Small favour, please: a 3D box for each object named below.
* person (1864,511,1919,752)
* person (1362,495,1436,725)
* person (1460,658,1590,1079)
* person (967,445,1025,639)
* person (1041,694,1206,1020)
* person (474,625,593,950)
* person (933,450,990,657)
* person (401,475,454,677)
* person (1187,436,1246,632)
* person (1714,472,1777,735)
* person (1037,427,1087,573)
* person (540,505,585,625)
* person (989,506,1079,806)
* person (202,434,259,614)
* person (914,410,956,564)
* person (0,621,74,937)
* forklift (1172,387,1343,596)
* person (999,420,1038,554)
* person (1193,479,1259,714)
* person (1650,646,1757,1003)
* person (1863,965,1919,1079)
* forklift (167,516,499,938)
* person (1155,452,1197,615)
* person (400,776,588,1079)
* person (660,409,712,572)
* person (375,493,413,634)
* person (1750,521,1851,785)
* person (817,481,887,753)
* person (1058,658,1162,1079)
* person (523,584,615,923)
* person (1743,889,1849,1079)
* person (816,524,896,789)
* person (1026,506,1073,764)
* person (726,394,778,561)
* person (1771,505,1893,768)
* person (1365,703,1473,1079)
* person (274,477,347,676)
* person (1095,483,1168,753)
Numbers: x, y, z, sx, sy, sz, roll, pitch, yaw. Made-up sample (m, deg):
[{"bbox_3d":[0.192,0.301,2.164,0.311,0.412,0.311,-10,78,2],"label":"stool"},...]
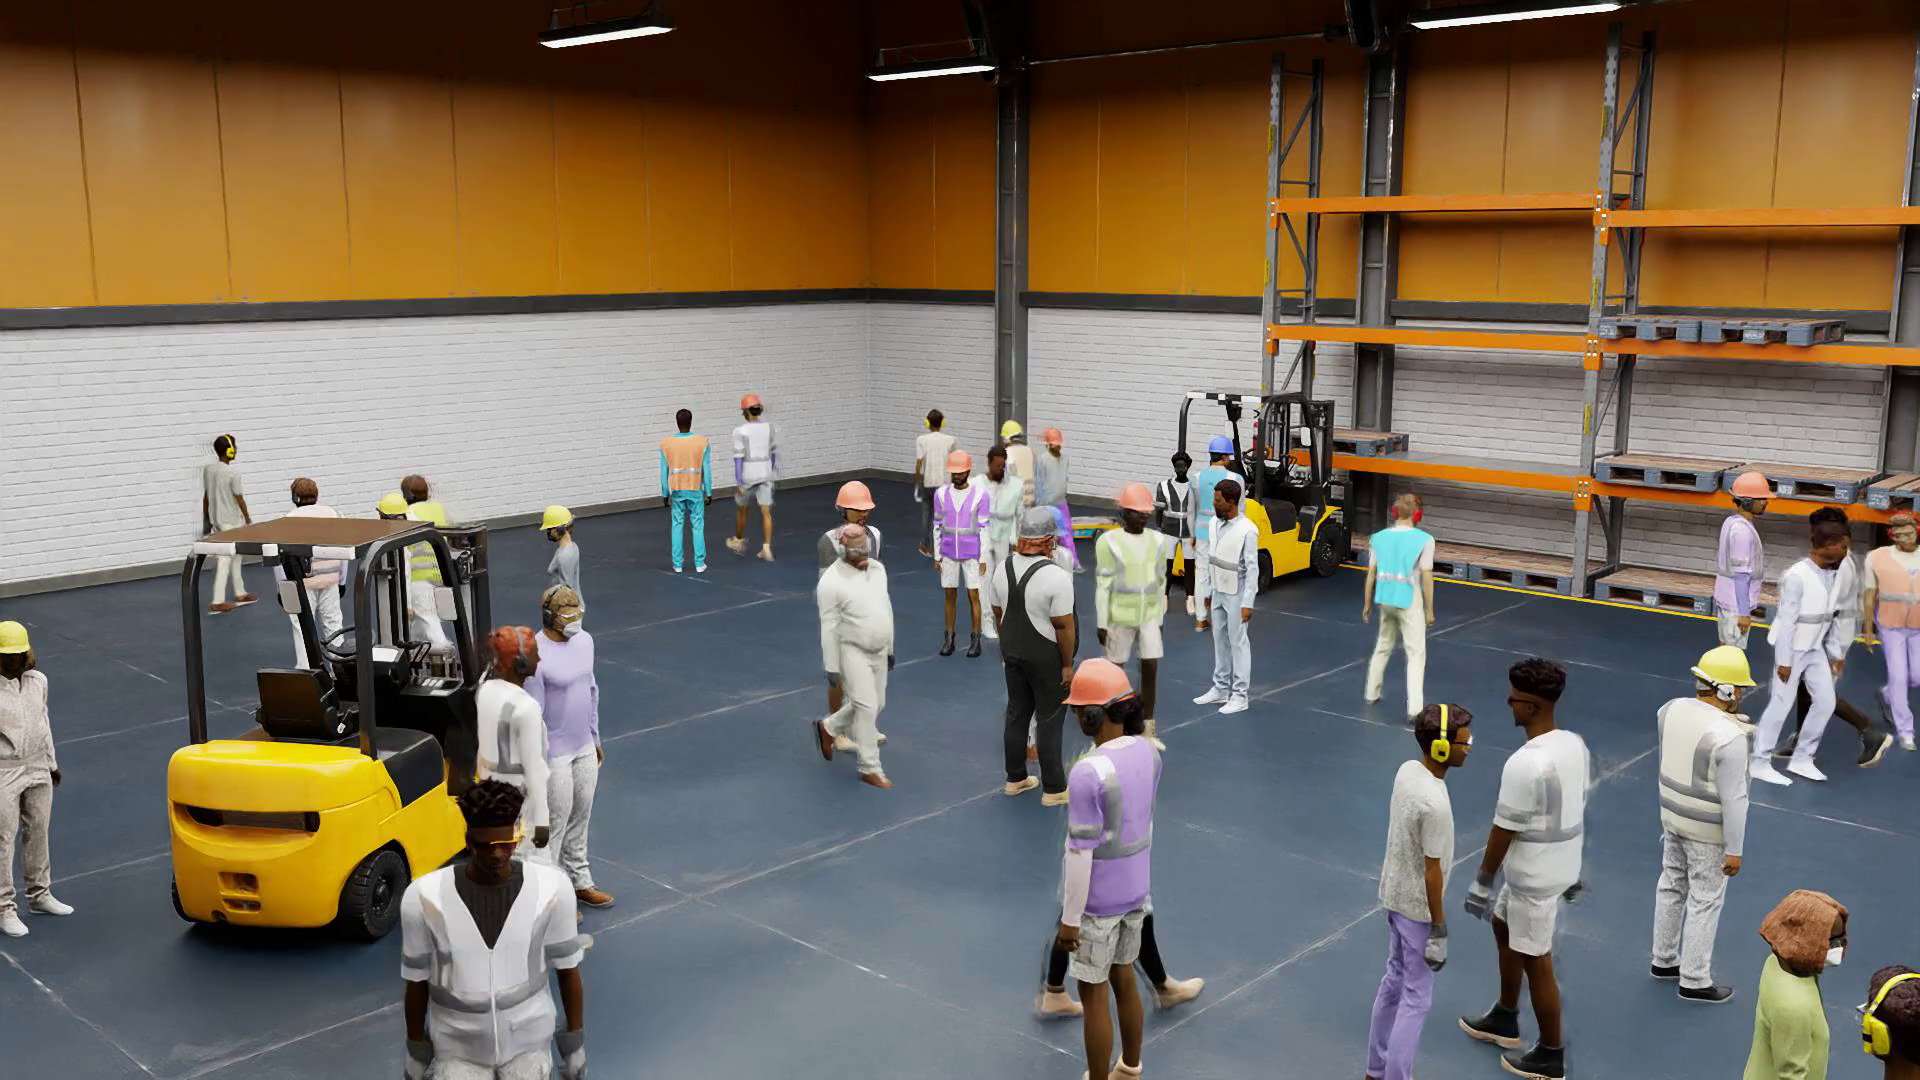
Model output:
[{"bbox_3d":[7.149,0.655,12.676,0.597,1.807,0.698,1,10,7],"label":"person"},{"bbox_3d":[3.540,0.540,13.407,0.532,1.793,0.765,-8,13,-38],"label":"person"},{"bbox_3d":[2.515,1.483,7.595,0.731,1.942,0.610,8,13,39],"label":"person"},{"bbox_3d":[0.307,-0.018,16.299,0.643,1.887,0.699,-2,10,-12],"label":"person"},{"bbox_3d":[0.782,1.533,8.092,0.849,1.649,0.552,-3,10,-18],"label":"person"},{"bbox_3d":[-2.349,1.361,8.550,0.891,1.858,0.586,-8,13,-38],"label":"person"},{"bbox_3d":[0.007,0.124,15.350,0.543,1.931,0.387,3,10,16],"label":"person"},{"bbox_3d":[-4.790,0.318,14.663,0.969,1.790,0.618,5,11,27],"label":"person"},{"bbox_3d":[2.522,-0.045,16.289,0.602,1.940,0.402,6,12,31],"label":"person"},{"bbox_3d":[6.093,0.484,12.980,0.378,2.045,0.605,3,10,16],"label":"person"},{"bbox_3d":[1.074,-0.483,19.480,0.567,1.704,0.900,-9,14,-42],"label":"person"},{"bbox_3d":[-3.131,0.593,13.170,0.320,1.763,0.522,-2,10,-10],"label":"person"},{"bbox_3d":[0.560,0.773,11.344,0.537,2.000,0.682,-10,14,-44],"label":"person"},{"bbox_3d":[-7.558,-0.183,17.340,0.539,1.837,0.785,5,11,27],"label":"person"},{"bbox_3d":[-0.304,-0.664,20.156,0.543,1.821,0.948,-1,10,-6],"label":"person"},{"bbox_3d":[-5.198,1.298,9.205,0.302,1.741,0.494,3,10,18],"label":"person"},{"bbox_3d":[3.298,-0.608,18.767,1.214,2.155,2.313,9,13,42],"label":"forklift"},{"bbox_3d":[0.703,-0.462,19.090,0.606,1.804,0.708,-8,13,-38],"label":"person"},{"bbox_3d":[2.207,0.448,13.553,0.398,1.915,0.589,-5,11,-25],"label":"person"},{"bbox_3d":[3.719,1.418,8.320,0.403,1.817,0.601,-2,10,-13],"label":"person"},{"bbox_3d":[2.499,2.064,4.516,0.510,1.861,0.324,-2,10,-11],"label":"person"},{"bbox_3d":[-3.583,0.976,9.748,1.214,2.155,2.313,2,10,11],"label":"forklift"},{"bbox_3d":[2.263,-0.069,17.116,0.539,1.696,0.317,1,10,4],"label":"person"},{"bbox_3d":[-1.646,1.773,5.905,0.635,1.944,0.444,-4,11,-20],"label":"person"},{"bbox_3d":[-3.186,-0.570,19.369,0.587,1.911,0.397,0,10,-2],"label":"person"},{"bbox_3d":[-4.639,0.492,13.723,0.312,1.767,0.533,-8,13,-38],"label":"person"},{"bbox_3d":[5.956,0.795,11.702,0.596,1.880,0.515,-6,12,-31],"label":"person"},{"bbox_3d":[-0.781,0.567,12.509,0.372,2.042,0.615,9,13,42],"label":"person"},{"bbox_3d":[0.614,1.512,7.186,0.410,2.030,0.611,7,12,35],"label":"person"},{"bbox_3d":[-2.223,1.189,9.311,0.384,1.929,0.635,4,11,22],"label":"person"},{"bbox_3d":[2.813,1.973,5.673,0.286,1.632,0.500,4,11,22],"label":"person"},{"bbox_3d":[-0.763,0.794,11.752,0.759,1.880,0.654,7,12,36],"label":"person"},{"bbox_3d":[0.594,0.686,12.177,0.659,1.922,0.538,-9,13,-41],"label":"person"},{"bbox_3d":[-2.543,-0.778,20.279,0.612,2.007,0.953,-5,11,-28],"label":"person"},{"bbox_3d":[6.336,0.708,12.023,0.722,1.941,0.619,4,11,20],"label":"person"},{"bbox_3d":[1.985,1.598,7.183,0.350,1.861,0.513,0,10,0],"label":"person"},{"bbox_3d":[-5.538,0.376,14.205,0.429,1.836,0.629,10,14,43],"label":"person"},{"bbox_3d":[1.285,0.551,12.672,0.616,2.022,0.871,-4,11,-19],"label":"person"}]
